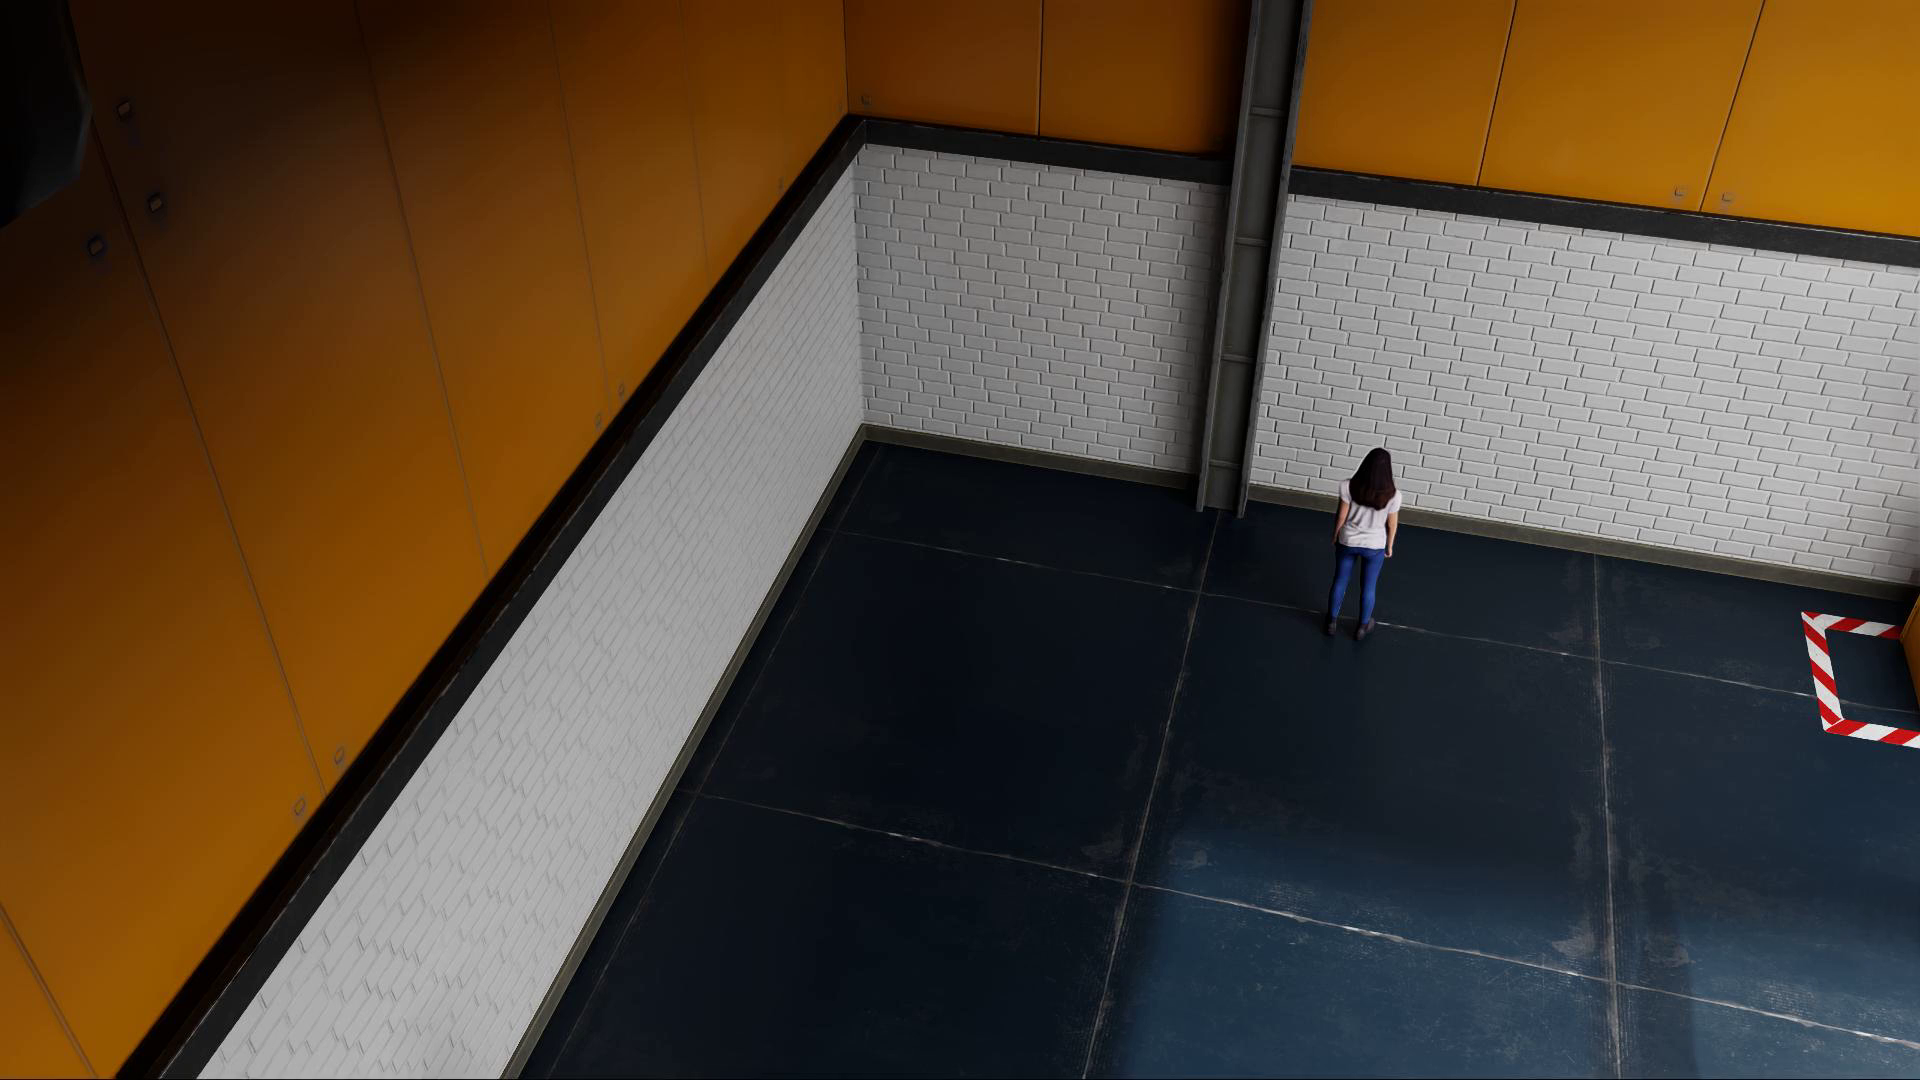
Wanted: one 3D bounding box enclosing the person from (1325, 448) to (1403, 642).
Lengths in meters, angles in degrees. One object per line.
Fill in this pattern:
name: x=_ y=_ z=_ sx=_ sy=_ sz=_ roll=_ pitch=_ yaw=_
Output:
person: x=2.929 y=0.042 z=12.132 sx=0.485 sy=1.685 sz=0.679 roll=13 pitch=41 yaw=16
